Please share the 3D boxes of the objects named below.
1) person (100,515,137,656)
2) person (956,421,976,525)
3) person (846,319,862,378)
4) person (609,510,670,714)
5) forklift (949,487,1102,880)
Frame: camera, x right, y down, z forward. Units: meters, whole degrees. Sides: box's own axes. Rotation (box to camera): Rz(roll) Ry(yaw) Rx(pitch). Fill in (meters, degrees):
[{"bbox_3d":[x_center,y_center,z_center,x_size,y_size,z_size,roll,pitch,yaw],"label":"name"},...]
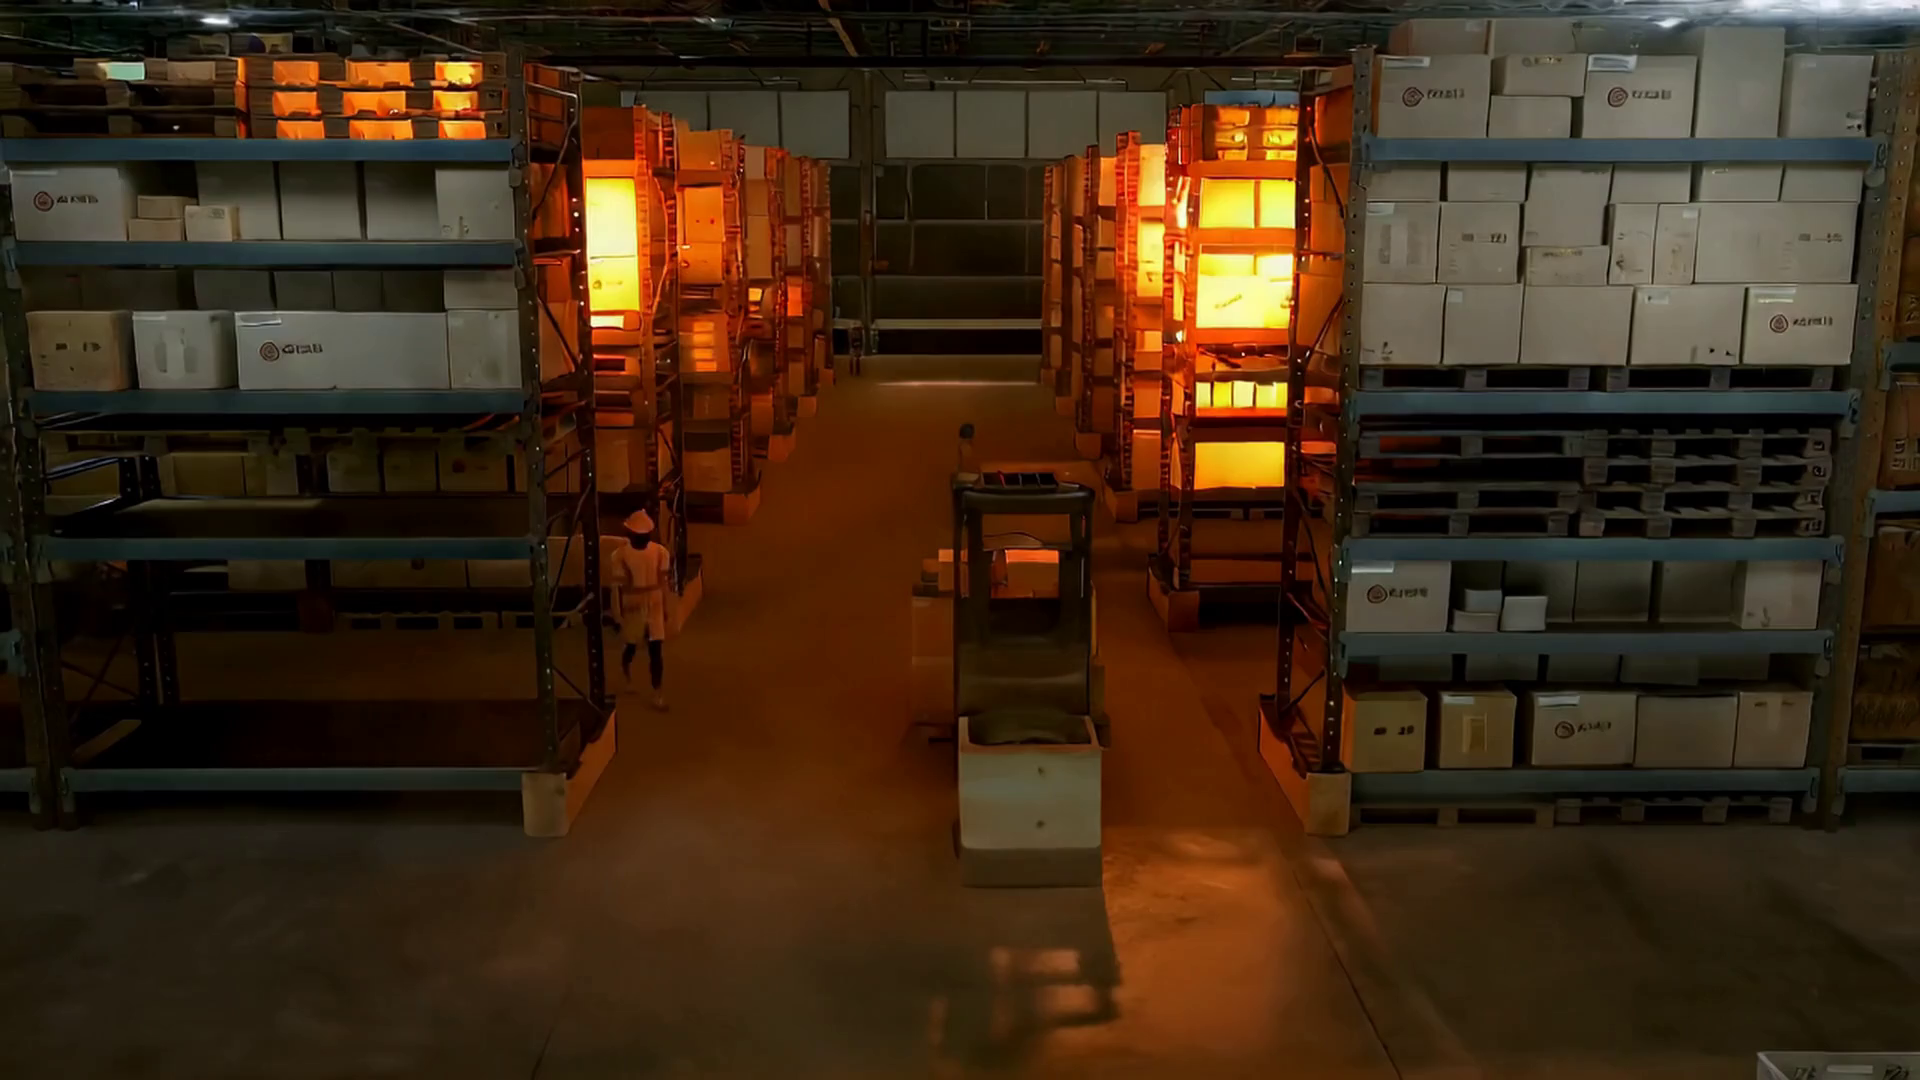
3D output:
[{"bbox_3d":[-9.283,0.464,18.369,0.368,1.680,0.556,-1,11,-6],"label":"person"},{"bbox_3d":[0.100,-1.043,25.989,0.312,1.626,0.529,-5,13,-25],"label":"person"},{"bbox_3d":[-3.072,-5.529,48.047,0.532,1.699,0.318,9,15,39],"label":"person"},{"bbox_3d":[-3.209,0.667,16.607,0.625,2.000,1.040,-7,13,-30],"label":"person"},{"bbox_3d":[0.495,0.986,12.813,1.129,2.768,1.873,0,11,-2],"label":"forklift"}]
